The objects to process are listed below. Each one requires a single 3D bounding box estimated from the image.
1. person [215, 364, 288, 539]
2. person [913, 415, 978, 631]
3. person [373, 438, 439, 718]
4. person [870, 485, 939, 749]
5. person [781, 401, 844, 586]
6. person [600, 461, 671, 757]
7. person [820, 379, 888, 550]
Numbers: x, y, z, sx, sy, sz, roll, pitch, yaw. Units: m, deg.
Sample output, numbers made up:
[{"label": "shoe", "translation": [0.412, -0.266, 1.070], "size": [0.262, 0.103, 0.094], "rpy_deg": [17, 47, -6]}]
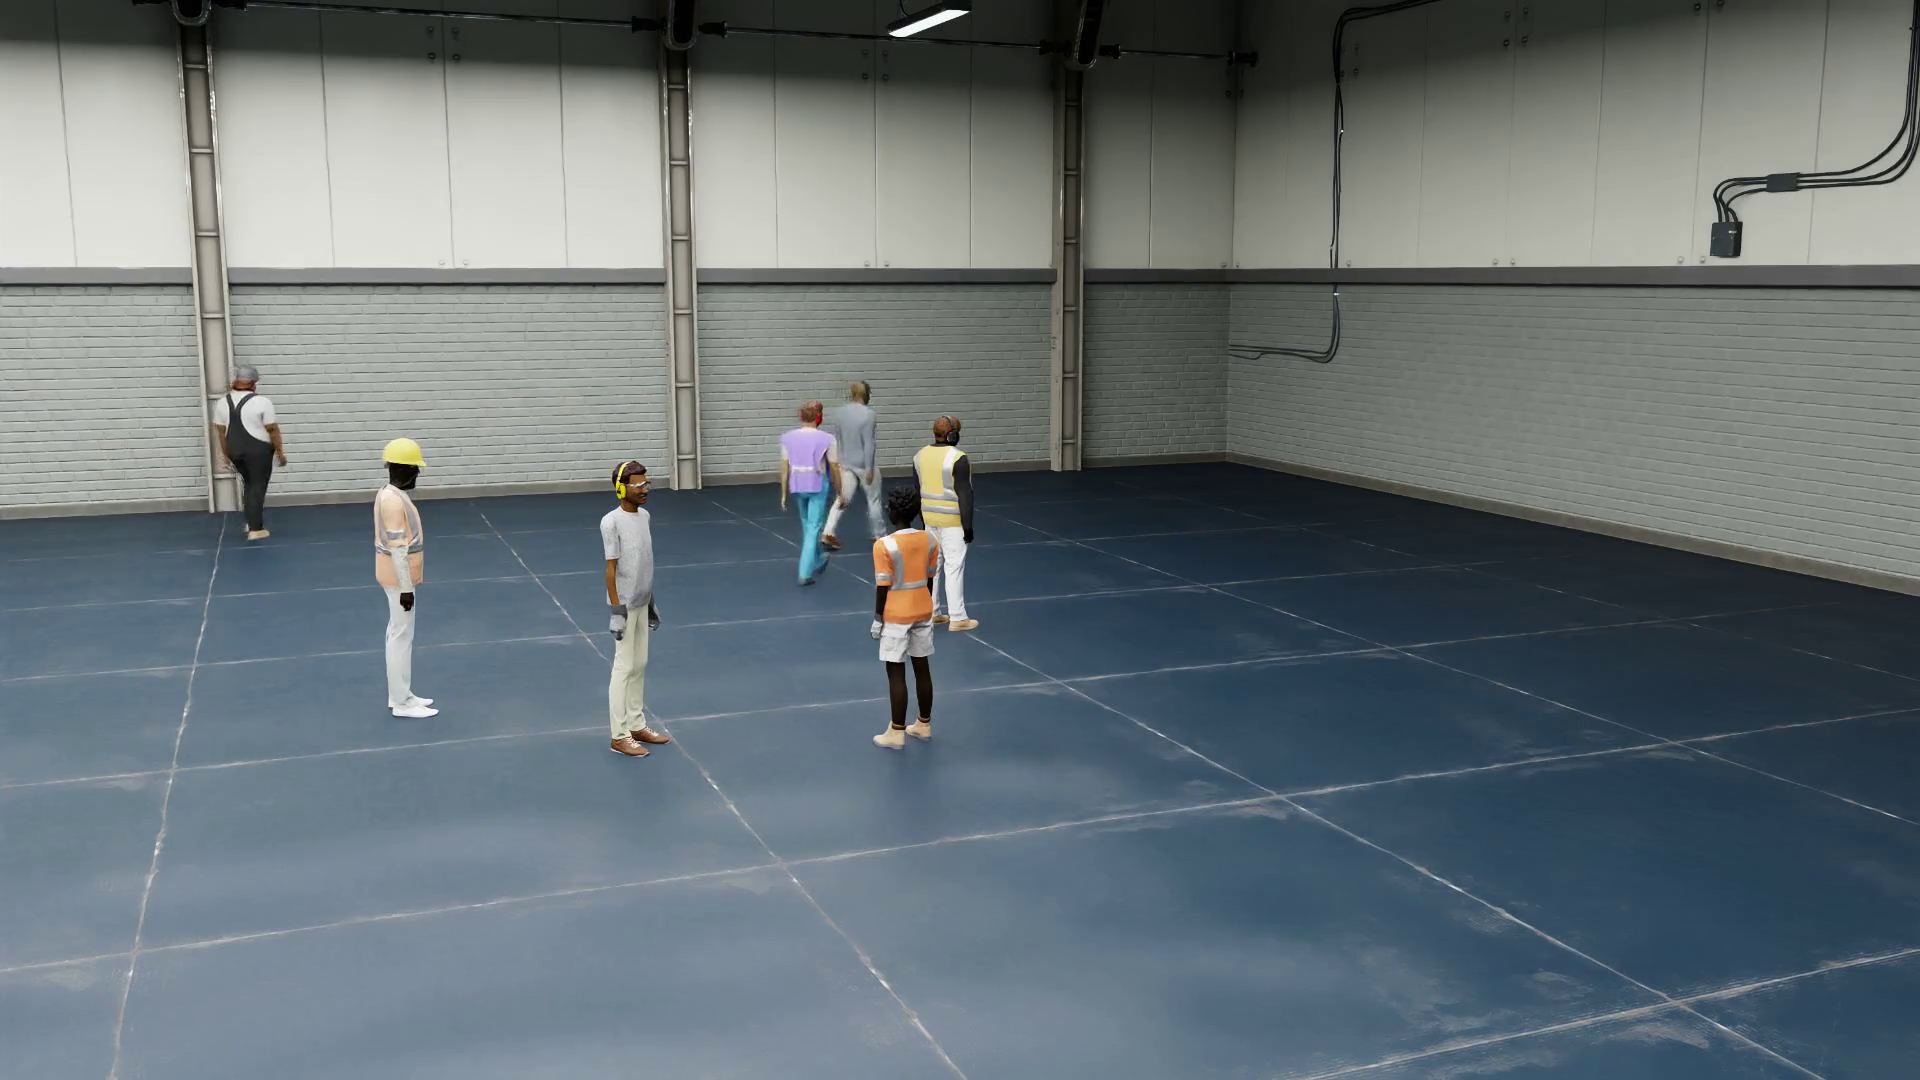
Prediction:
[{"label": "person", "translation": [-8.128, -1.042, 19.257], "size": [0.691, 2.000, 0.651], "rpy_deg": [3, 10, 18]}, {"label": "person", "translation": [-0.107, -0.147, 14.263], "size": [0.621, 1.845, 0.429], "rpy_deg": [9, 13, 44]}, {"label": "person", "translation": [-3.829, 0.258, 11.457], "size": [0.371, 1.926, 0.584], "rpy_deg": [-4, 10, -21]}, {"label": "person", "translation": [-0.361, 0.491, 10.701], "size": [0.318, 1.700, 0.535], "rpy_deg": [8, 12, 42]}, {"label": "person", "translation": [-1.430, -0.481, 16.523], "size": [0.577, 1.784, 0.993], "rpy_deg": [4, 10, 22]}, {"label": "person", "translation": [-2.071, 0.428, 10.584], "size": [0.328, 1.867, 0.514], "rpy_deg": [3, 9, 17]}, {"label": "person", "translation": [-1.158, -0.831, 18.410], "size": [1.013, 1.898, 0.647], "rpy_deg": [-9, 12, -43]}]
